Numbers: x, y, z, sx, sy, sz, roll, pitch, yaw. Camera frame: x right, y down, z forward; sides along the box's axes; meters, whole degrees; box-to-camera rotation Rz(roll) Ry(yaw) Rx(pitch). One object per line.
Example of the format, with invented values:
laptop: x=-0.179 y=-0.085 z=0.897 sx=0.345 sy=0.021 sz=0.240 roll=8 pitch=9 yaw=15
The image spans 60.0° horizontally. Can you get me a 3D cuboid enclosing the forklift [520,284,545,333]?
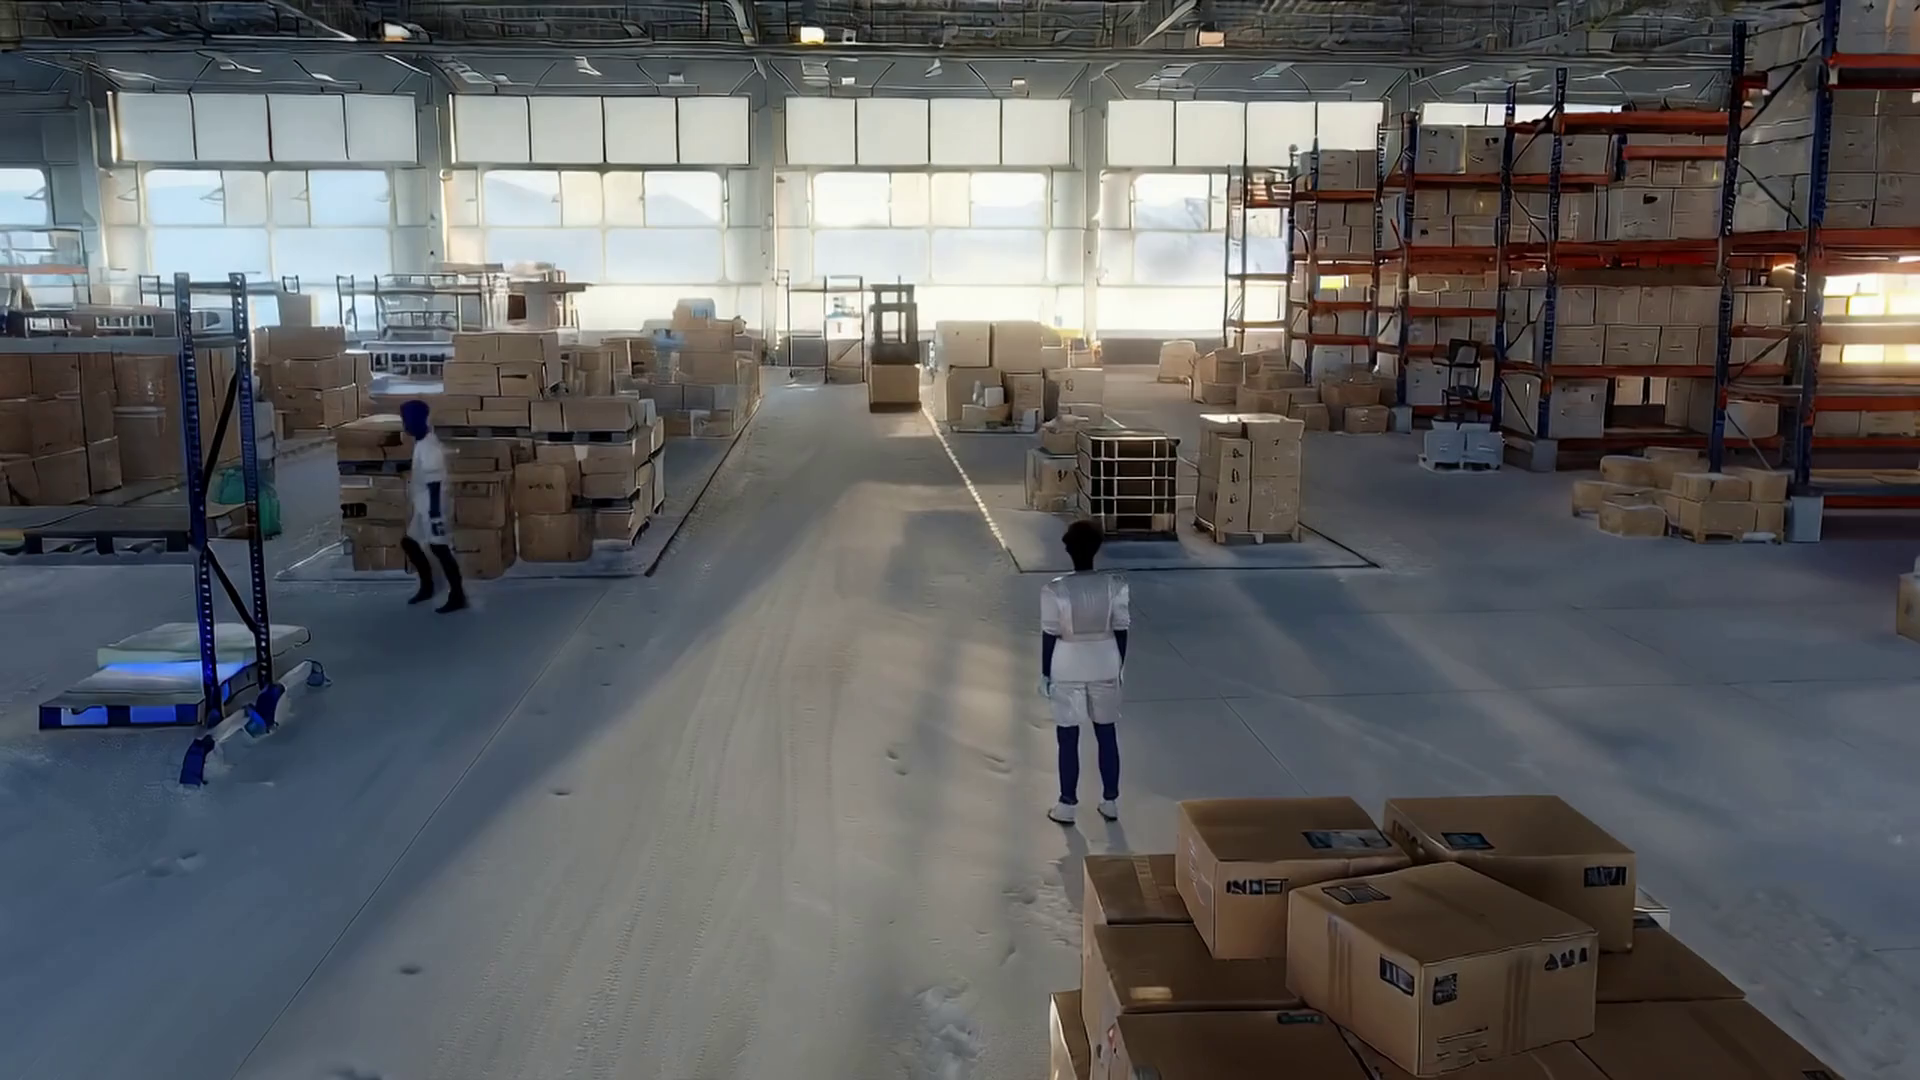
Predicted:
forklift: x=-9.320 y=-4.225 z=36.561 sx=1.873 sy=2.768 sz=1.129 roll=-1 pitch=9 yaw=-4

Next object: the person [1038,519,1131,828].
person: x=0.678 y=0.729 z=9.143 sx=0.538 sy=1.698 sz=0.319 roll=-3 pitch=9 yaw=-17

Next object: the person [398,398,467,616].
person: x=-4.742 y=-0.292 z=14.828 sx=0.620 sy=1.928 sz=0.649 roll=-4 pitch=10 yaw=-23

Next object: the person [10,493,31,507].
person: x=-11.853 y=-1.098 z=20.164 sx=0.999 sy=1.866 sz=0.525 roll=-1 pitch=9 yaw=-5

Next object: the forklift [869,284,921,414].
forklift: x=-1.438 y=-4.192 z=36.351 sx=1.129 sy=2.768 sz=1.873 roll=-1 pitch=9 yaw=-4

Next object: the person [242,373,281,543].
person: x=-7.912 y=-0.920 z=18.808 sx=0.391 sy=1.922 sz=0.593 roll=1 pitch=9 yaw=4

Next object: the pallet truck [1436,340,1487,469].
pallet truck: x=8.004 y=-2.170 z=26.422 sx=0.823 sy=1.965 sz=1.885 roll=2 pitch=9 yaw=14
